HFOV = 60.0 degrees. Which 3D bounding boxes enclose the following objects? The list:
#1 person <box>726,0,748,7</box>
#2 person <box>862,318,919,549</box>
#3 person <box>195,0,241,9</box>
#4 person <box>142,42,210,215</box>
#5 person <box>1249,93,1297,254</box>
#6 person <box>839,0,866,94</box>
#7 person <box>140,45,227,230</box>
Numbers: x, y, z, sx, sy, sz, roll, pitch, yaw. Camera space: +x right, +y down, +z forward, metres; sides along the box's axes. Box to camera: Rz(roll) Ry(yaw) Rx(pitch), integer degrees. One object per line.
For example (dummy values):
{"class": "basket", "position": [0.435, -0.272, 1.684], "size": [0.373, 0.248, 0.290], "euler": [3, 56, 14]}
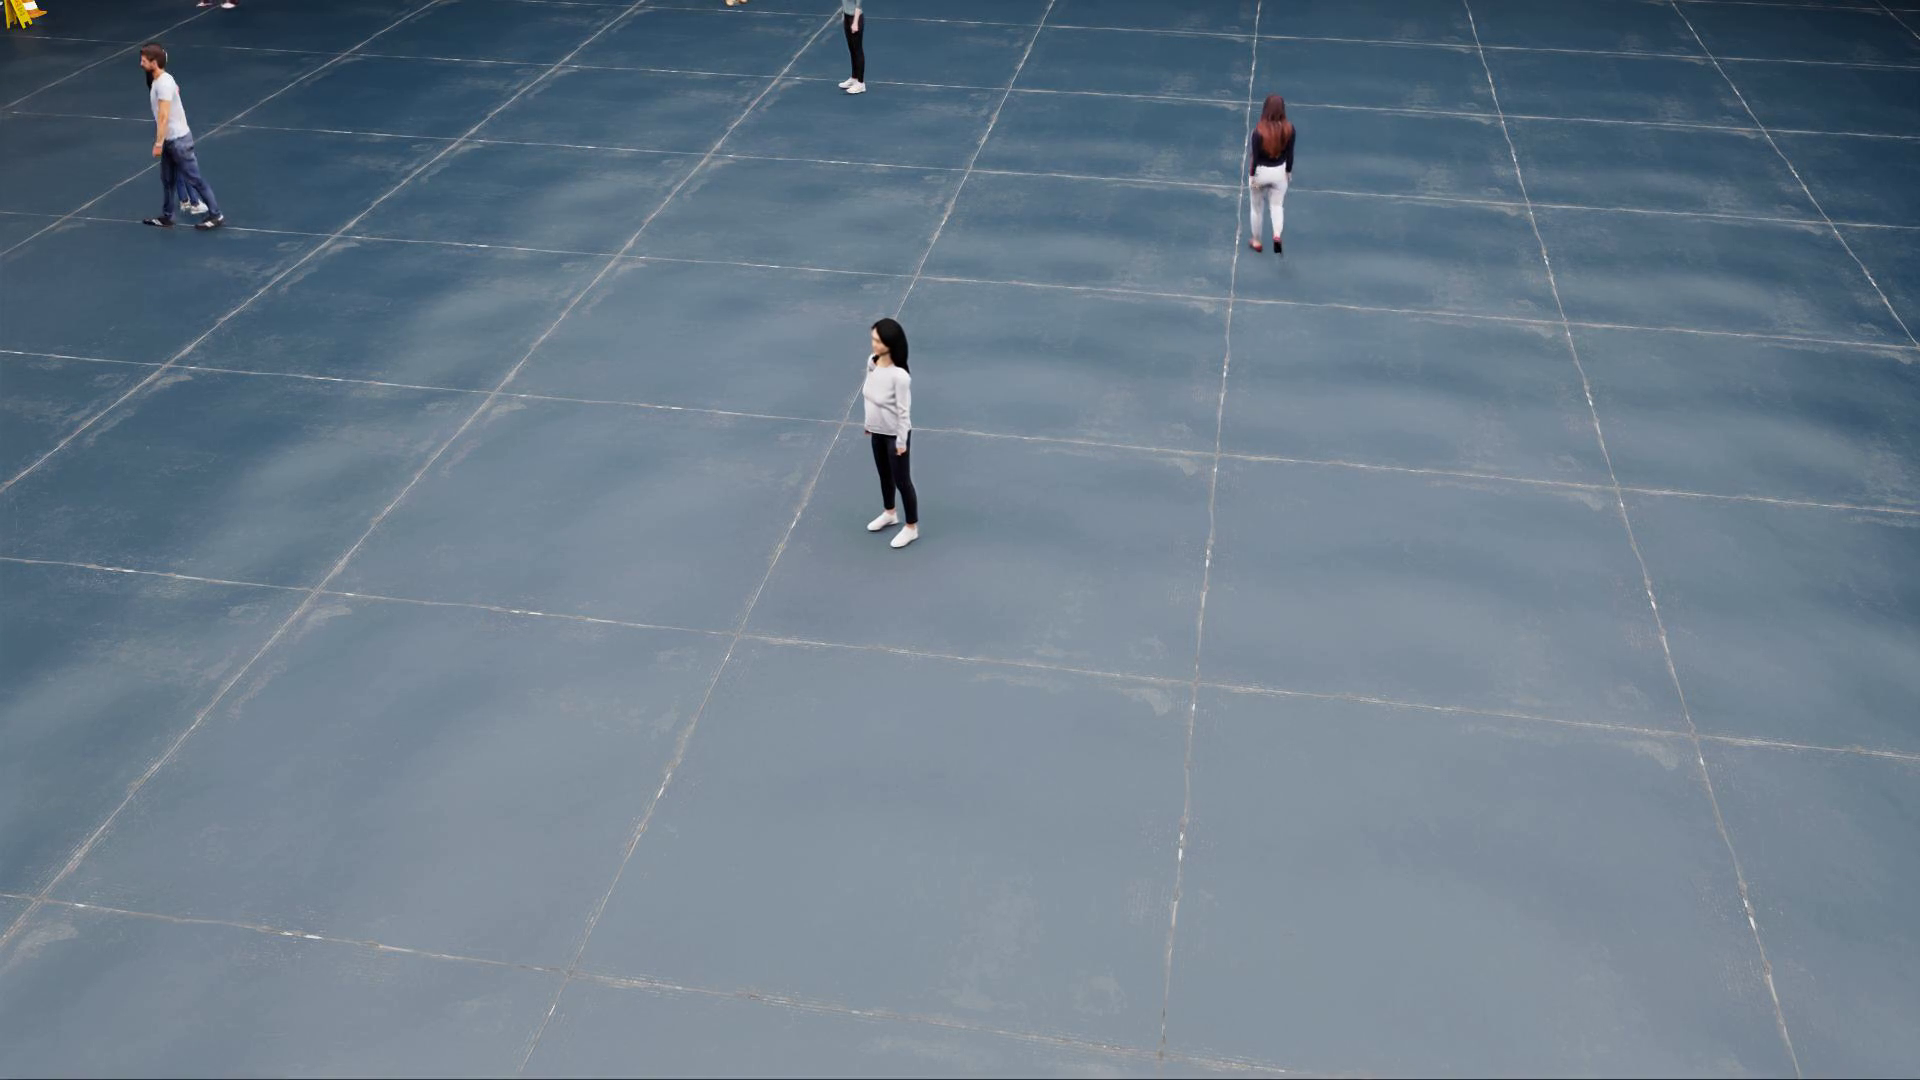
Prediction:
{"class": "person", "position": [-3.290, -8.603, 23.998], "size": [0.637, 1.686, 0.671], "euler": [-28, 42, -37]}
{"class": "person", "position": [-0.472, -0.762, 11.556], "size": [0.747, 1.698, 0.675], "euler": [-23, 39, -32]}
{"class": "person", "position": [-10.645, -8.552, 23.763], "size": [0.906, 1.851, 0.945], "euler": [25, 40, 34]}
{"class": "person", "position": [-8.043, -4.219, 16.995], "size": [0.593, 1.742, 0.701], "euler": [24, 39, 32]}
{"class": "person", "position": [2.985, -3.463, 15.935], "size": [0.861, 1.596, 0.823], "euler": [-5, 33, -7]}
{"class": "person", "position": [-1.312, -6.388, 20.434], "size": [0.696, 1.742, 0.670], "euler": [-12, 34, -19]}
{"class": "person", "position": [-7.684, -3.975, 16.515], "size": [1.076, 1.842, 0.984], "euler": [-17, 36, -25]}
